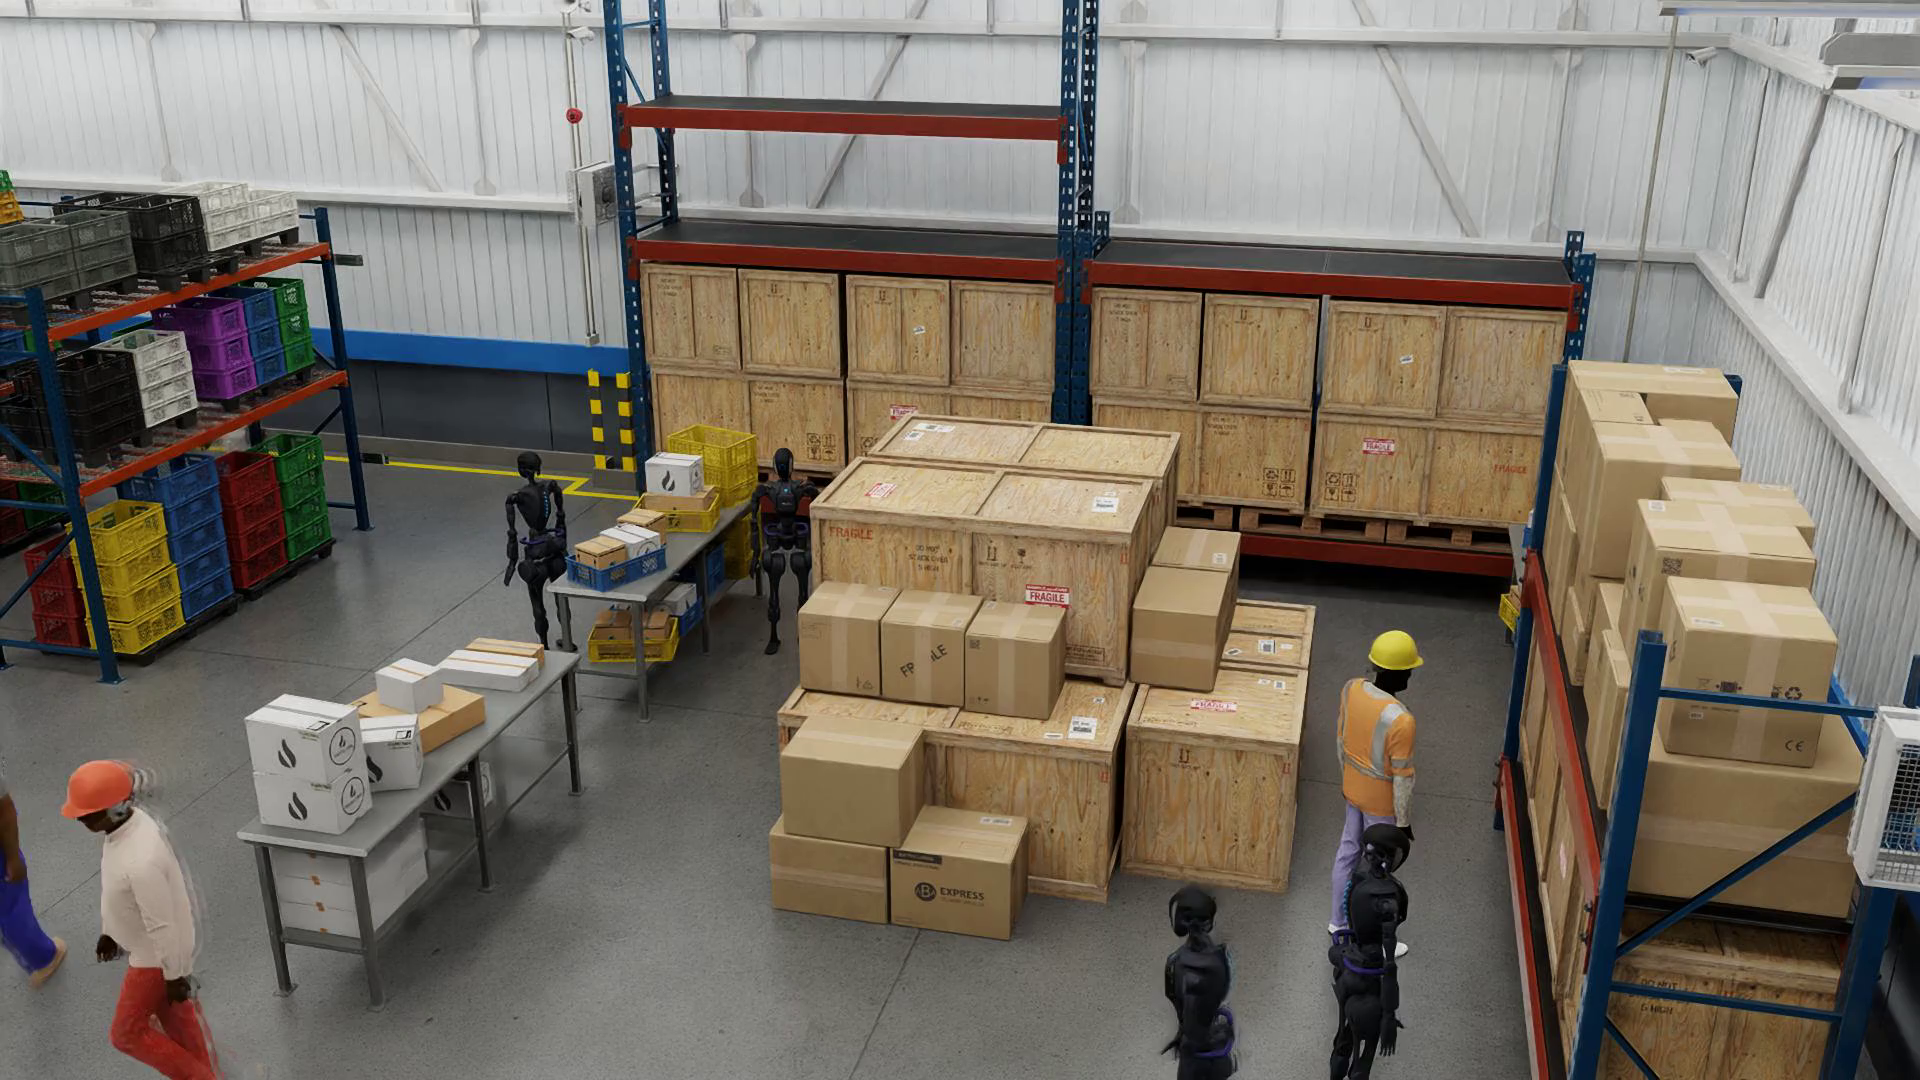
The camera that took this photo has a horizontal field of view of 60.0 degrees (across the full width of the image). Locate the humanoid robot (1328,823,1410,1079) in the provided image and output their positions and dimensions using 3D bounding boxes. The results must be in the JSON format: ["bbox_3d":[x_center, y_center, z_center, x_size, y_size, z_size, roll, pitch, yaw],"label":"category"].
[{"bbox_3d":[1.884,2.044,7.710,0.321,1.653,0.608,-1,21,-4],"label":"humanoid robot"}]

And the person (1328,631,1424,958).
[{"bbox_3d":[2.281,1.385,9.102,0.364,1.926,0.589,-9,23,-22],"label":"person"}]

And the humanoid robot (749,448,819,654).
[{"bbox_3d":[-1.324,0.084,12.833,0.615,1.657,0.312,-3,21,-9],"label":"humanoid robot"}]

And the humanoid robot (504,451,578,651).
[{"bbox_3d":[-3.223,0.117,12.745,0.317,1.657,0.597,15,25,34],"label":"humanoid robot"}]

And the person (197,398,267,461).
[{"bbox_3d":[-6.868,-1.046,15.589,0.555,1.823,0.935,13,24,30],"label":"person"}]

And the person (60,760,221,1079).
[{"bbox_3d":[-3.787,1.894,7.716,0.451,1.971,0.601,-10,23,-25],"label":"person"}]

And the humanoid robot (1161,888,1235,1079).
[{"bbox_3d":[0.997,2.267,7.169,0.363,1.629,0.680,4,21,9],"label":"humanoid robot"}]

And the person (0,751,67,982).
[{"bbox_3d":[-5.144,1.527,8.571,0.698,2.000,0.838,-3,21,-7],"label":"person"}]
